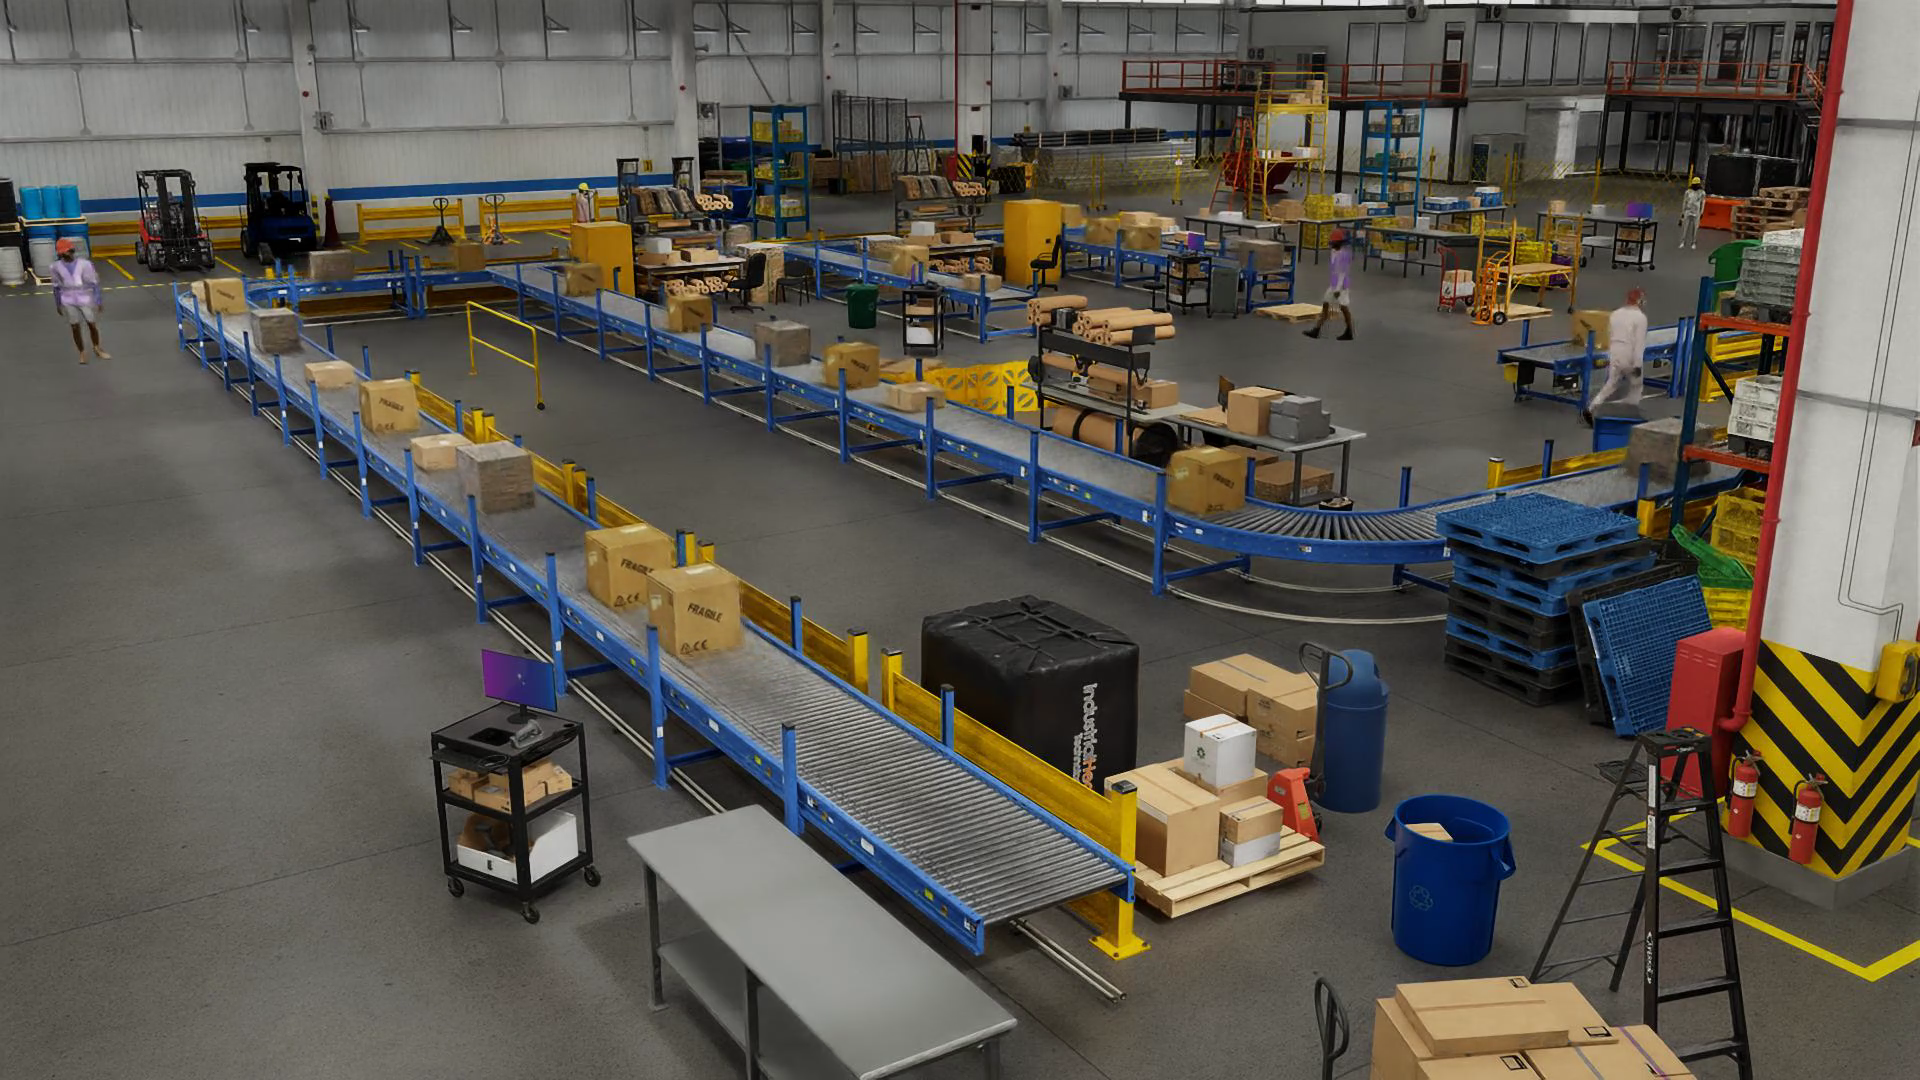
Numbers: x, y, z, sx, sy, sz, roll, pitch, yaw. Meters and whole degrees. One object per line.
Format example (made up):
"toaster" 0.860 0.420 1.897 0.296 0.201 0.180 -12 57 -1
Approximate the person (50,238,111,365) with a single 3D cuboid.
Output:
"person" -13.941 -3.781 26.292 0.666 2.008 0.712 -8 18 -24

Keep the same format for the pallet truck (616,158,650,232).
"pallet truck" -8.918 -9.176 44.255 0.823 1.965 1.885 -9 19 -27

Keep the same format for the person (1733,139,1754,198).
"person" 25.657 -12.090 54.145 0.796 1.889 0.605 3 17 9

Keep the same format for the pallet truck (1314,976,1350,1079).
"pallet truck" 2.299 2.390 7.086 1.601 1.201 0.680 -2 17 -7

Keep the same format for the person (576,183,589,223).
"person" -8.804 -7.471 38.990 0.327 1.760 0.523 -11 20 -32

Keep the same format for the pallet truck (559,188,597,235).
"pallet truck" -10.010 -8.652 43.699 0.653 1.274 1.630 -10 20 -31

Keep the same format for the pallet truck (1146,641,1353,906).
"pallet truck" 1.664 1.407 10.232 1.630 1.274 0.653 -10 20 -31

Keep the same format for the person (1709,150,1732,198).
"person" 22.369 -10.538 48.986 0.574 1.881 0.357 7 18 22

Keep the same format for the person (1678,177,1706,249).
"person" 18.028 -8.043 40.918 0.492 1.742 0.320 11 20 32

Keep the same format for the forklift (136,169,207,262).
"forklift" -17.842 -7.318 37.559 1.157 1.987 2.680 -10 20 -31

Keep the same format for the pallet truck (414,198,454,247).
"pallet truck" -13.250 -8.060 41.856 0.680 1.201 1.601 -10 20 -31

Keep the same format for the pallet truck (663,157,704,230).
"pallet truck" -7.586 -9.308 44.692 0.823 1.965 1.885 -11 20 -33

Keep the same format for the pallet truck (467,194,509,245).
"pallet truck" -11.983 -8.177 42.137 0.704 1.261 1.522 -11 20 -33

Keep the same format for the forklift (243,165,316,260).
"forklift" -15.898 -7.669 38.708 1.157 1.987 2.680 -11 20 -33

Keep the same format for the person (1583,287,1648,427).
"person" 8.718 -2.389 21.885 0.887 1.875 0.651 -6 18 -19

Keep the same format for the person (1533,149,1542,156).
"person" 24.237 -16.755 69.637 0.644 1.898 0.396 8 19 25

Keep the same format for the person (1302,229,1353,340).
"person" 6.335 -4.324 28.300 0.963 1.887 0.551 -4 17 -14
